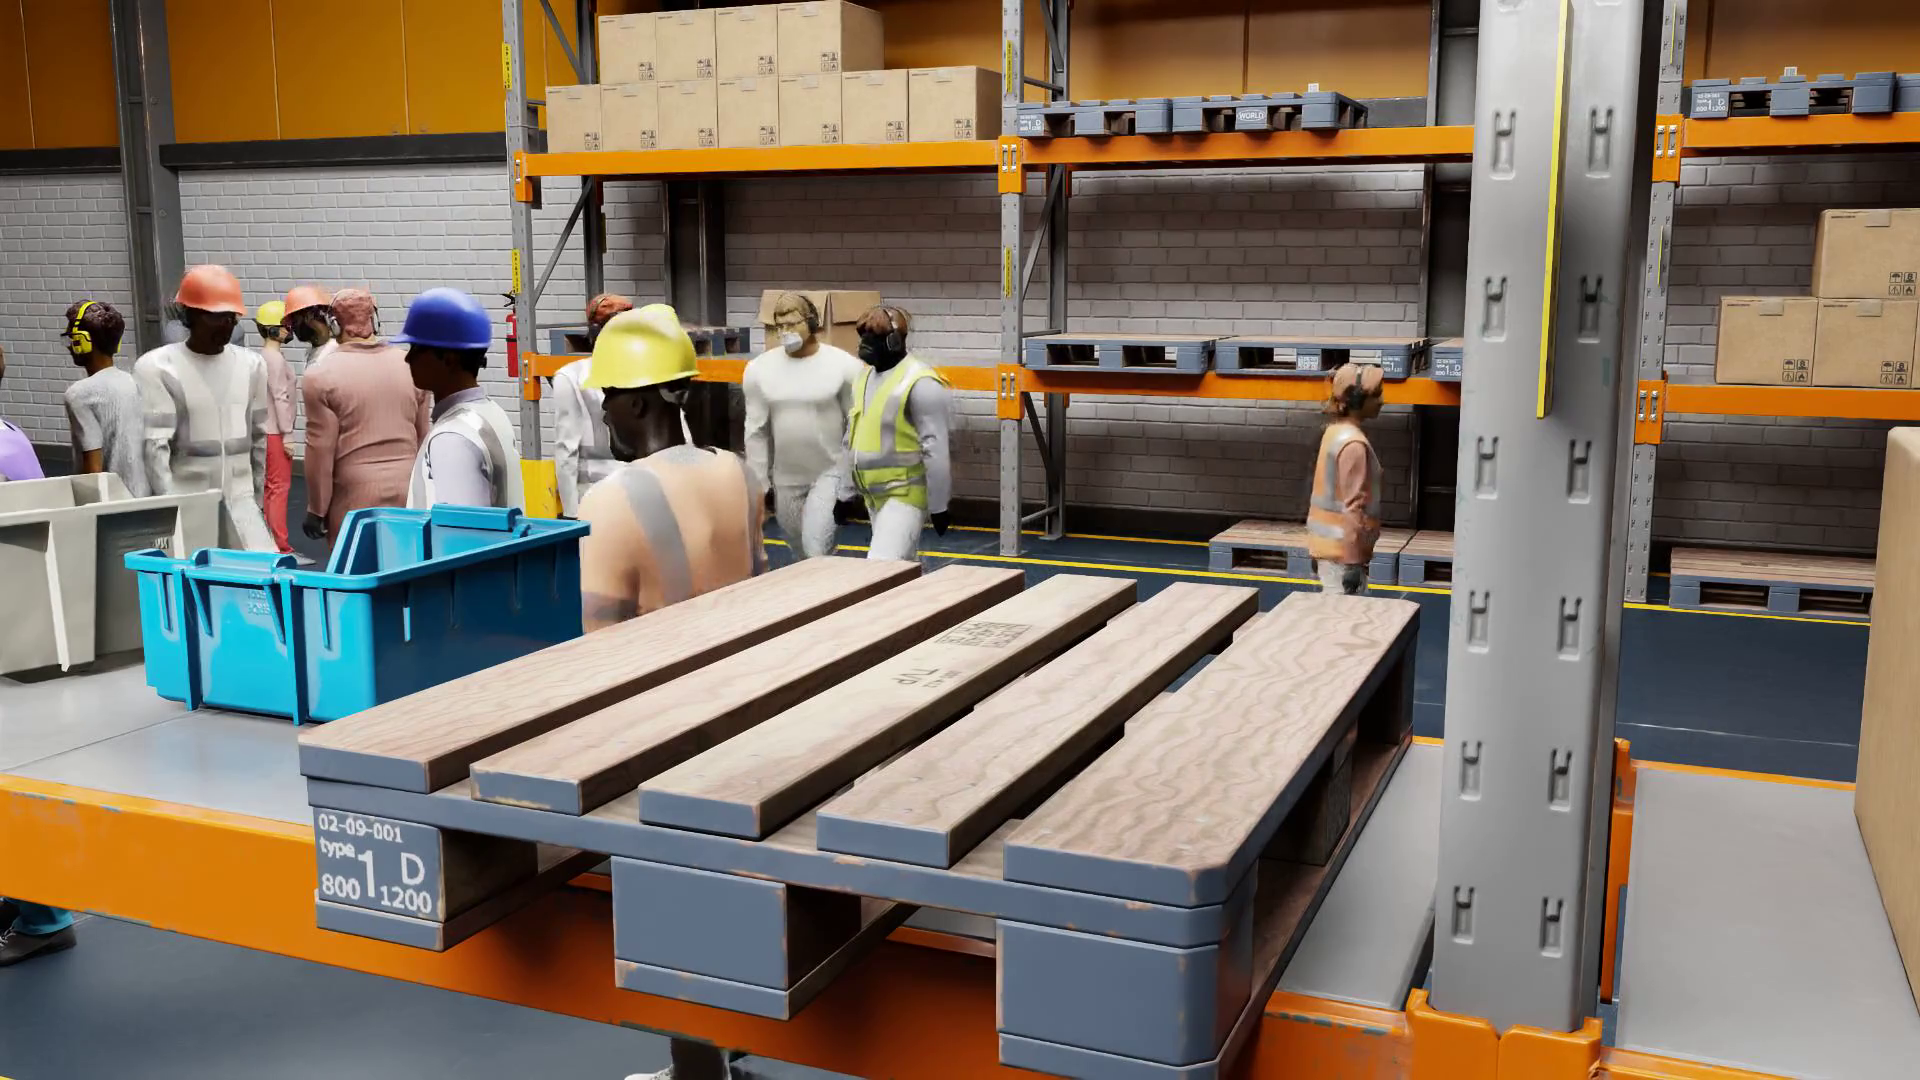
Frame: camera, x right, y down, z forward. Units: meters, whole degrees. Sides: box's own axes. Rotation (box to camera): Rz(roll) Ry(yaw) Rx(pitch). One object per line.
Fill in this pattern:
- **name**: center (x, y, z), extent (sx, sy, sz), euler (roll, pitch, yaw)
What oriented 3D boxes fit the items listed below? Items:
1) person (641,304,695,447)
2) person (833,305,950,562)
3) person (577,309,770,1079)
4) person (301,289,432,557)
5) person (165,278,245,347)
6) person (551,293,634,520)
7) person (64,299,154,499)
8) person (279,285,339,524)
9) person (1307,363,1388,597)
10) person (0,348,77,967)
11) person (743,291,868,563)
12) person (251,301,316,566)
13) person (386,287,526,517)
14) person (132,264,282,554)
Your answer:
- **person**: center (-1.491, -0.236, 8.138), extent (0.403, 1.823, 0.586), euler (0, 9, 0)
- **person**: center (-0.353, -0.191, 7.882), extent (0.615, 1.819, 0.631), euler (-5, 11, -29)
- **person**: center (-0.689, 0.426, 3.899), extent (0.415, 1.913, 0.584), euler (4, 10, 21)
- **person**: center (-2.746, -0.199, 7.691), extent (0.406, 1.902, 0.639), euler (8, 12, 38)
- **person**: center (-5.532, -0.974, 12.229), extent (0.371, 1.935, 0.627), euler (5, 11, 29)
- **person**: center (-1.593, -0.178, 7.603), extent (0.337, 1.883, 0.584), euler (7, 12, 35)
- **person**: center (-3.549, -0.064, 6.978), extent (0.327, 1.869, 0.514), euler (1, 10, 7)
- **person**: center (-3.534, -0.502, 9.521), extent (0.502, 1.888, 0.669), euler (-9, 13, -43)
- **person**: center (1.538, 0.060, 7.005), extent (0.667, 1.615, 0.520), euler (1, 10, 6)
- **person**: center (-2.785, 0.303, 4.838), extent (0.389, 1.846, 0.565), euler (-6, 11, -32)
- **person**: center (-0.732, -0.302, 8.329), extent (0.633, 1.896, 0.917), euler (3, 10, 16)
- **person**: center (-4.549, -0.708, 11.130), extent (0.320, 1.769, 0.523), euler (-6, 11, -32)
- **person**: center (-1.485, 0.221, 5.017), extent (0.380, 1.951, 0.605), euler (-2, 10, -10)
- **person**: center (-3.213, -0.175, 7.212), extent (0.742, 2.012, 0.616), euler (8, 12, 39)
